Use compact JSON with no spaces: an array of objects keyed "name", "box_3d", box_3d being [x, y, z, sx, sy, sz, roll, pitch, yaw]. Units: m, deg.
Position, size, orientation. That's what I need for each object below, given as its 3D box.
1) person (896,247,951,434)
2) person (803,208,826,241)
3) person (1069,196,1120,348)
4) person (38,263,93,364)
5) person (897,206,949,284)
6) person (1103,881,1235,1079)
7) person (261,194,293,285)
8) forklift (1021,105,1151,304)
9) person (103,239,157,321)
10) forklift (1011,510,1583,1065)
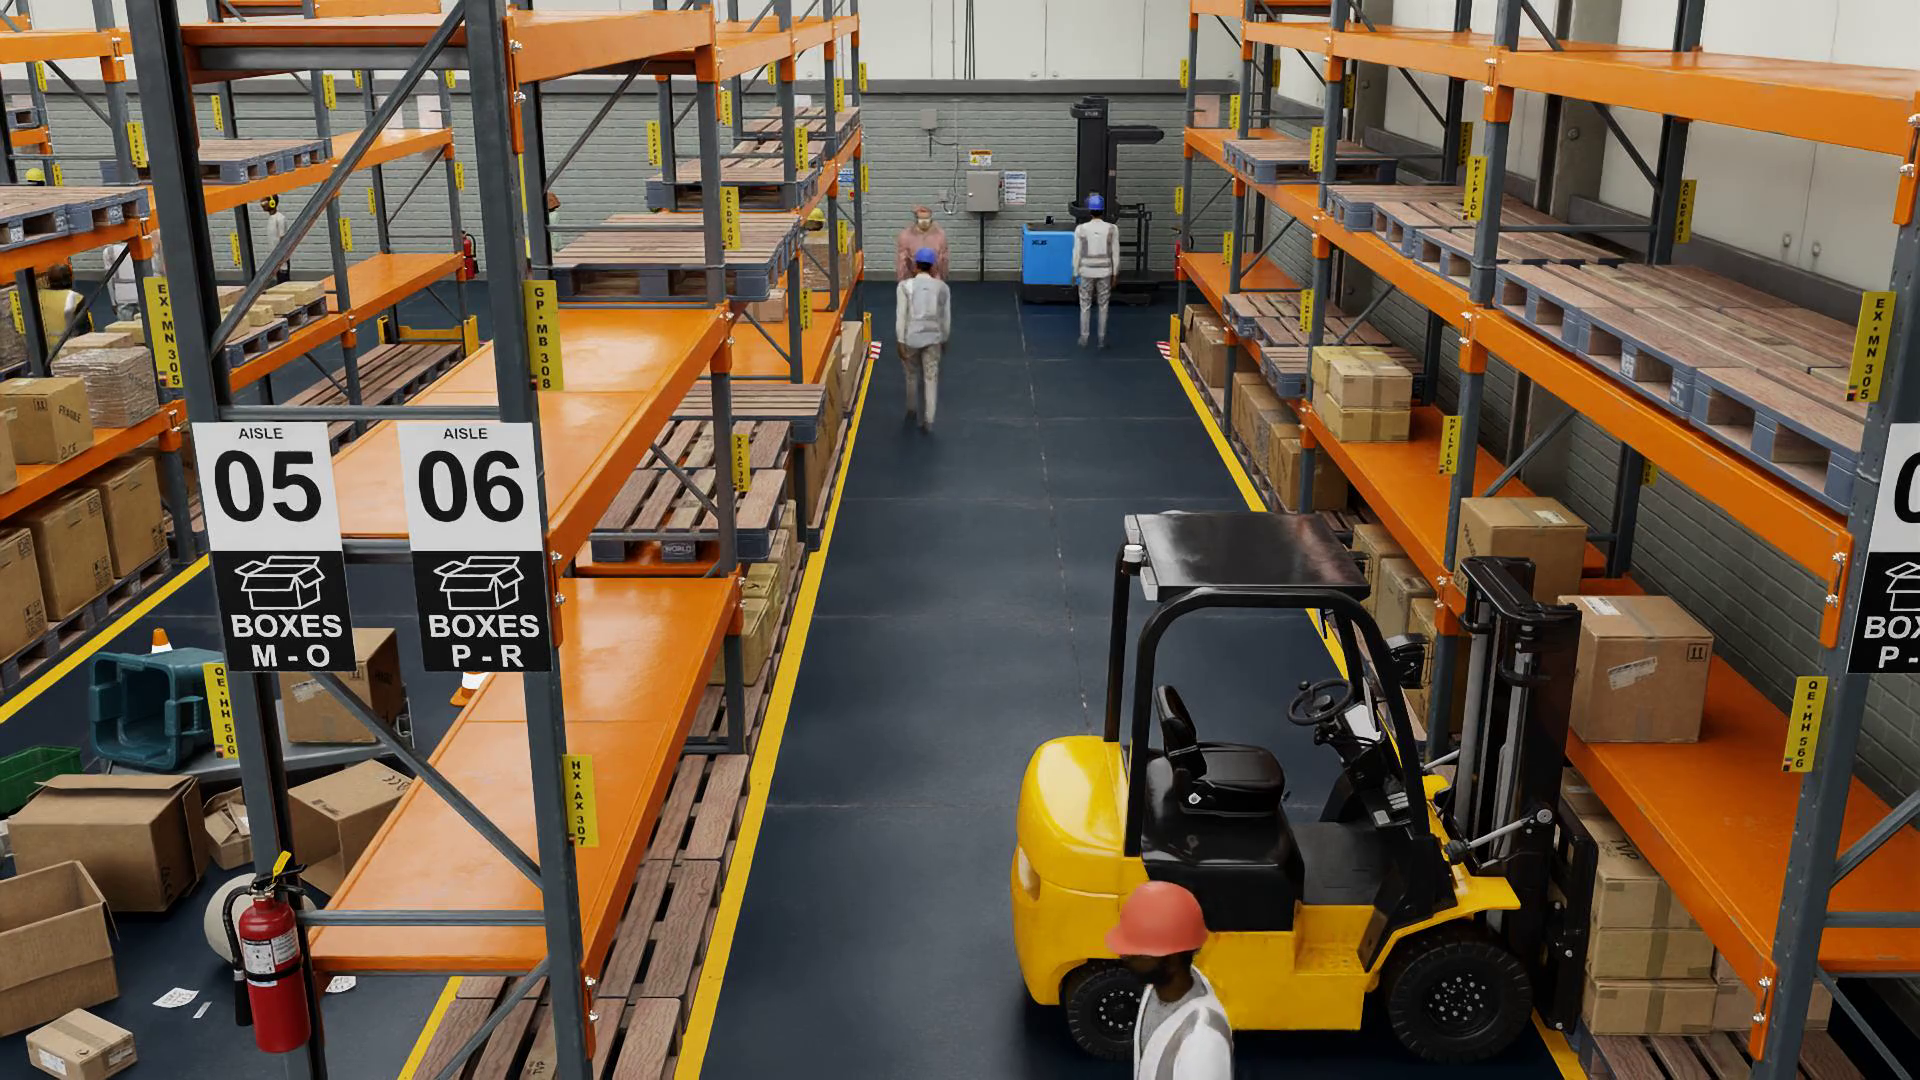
[{"name":"person","box_3d":[-0.387,-2.098,17.420,0.624,1.865,1.006,-4,19,-11]},{"name":"person","box_3d":[-1.895,-3.477,21.807,0.324,1.730,0.494,0,18,0]},{"name":"person","box_3d":[1.733,-3.415,21.314,0.660,1.932,0.380,-2,18,-5]},{"name":"person","box_3d":[-9.011,-1.899,16.895,0.643,1.819,0.636,1,18,3]},{"name":"person","box_3d":[-0.474,-3.303,21.096,0.661,1.860,1.002,-2,18,-5]},{"name":"person","box_3d":[0.702,1.927,5.154,0.545,1.927,0.585,-3,18,-8]},{"name":"person","box_3d":[-9.247,-3.804,22.598,0.332,1.866,0.515,-13,22,-35]},{"name":"forklift","box_3d":[1.857,-4.944,24.441,1.873,2.768,1.129,0,18,0]},{"name":"person","box_3d":[-9.733,-2.856,19.623,0.544,1.929,0.389,-7,20,-21]},{"name":"forklift","box_3d":[1.387,1.055,7.378,2.313,2.155,1.214,0,18,0]}]
